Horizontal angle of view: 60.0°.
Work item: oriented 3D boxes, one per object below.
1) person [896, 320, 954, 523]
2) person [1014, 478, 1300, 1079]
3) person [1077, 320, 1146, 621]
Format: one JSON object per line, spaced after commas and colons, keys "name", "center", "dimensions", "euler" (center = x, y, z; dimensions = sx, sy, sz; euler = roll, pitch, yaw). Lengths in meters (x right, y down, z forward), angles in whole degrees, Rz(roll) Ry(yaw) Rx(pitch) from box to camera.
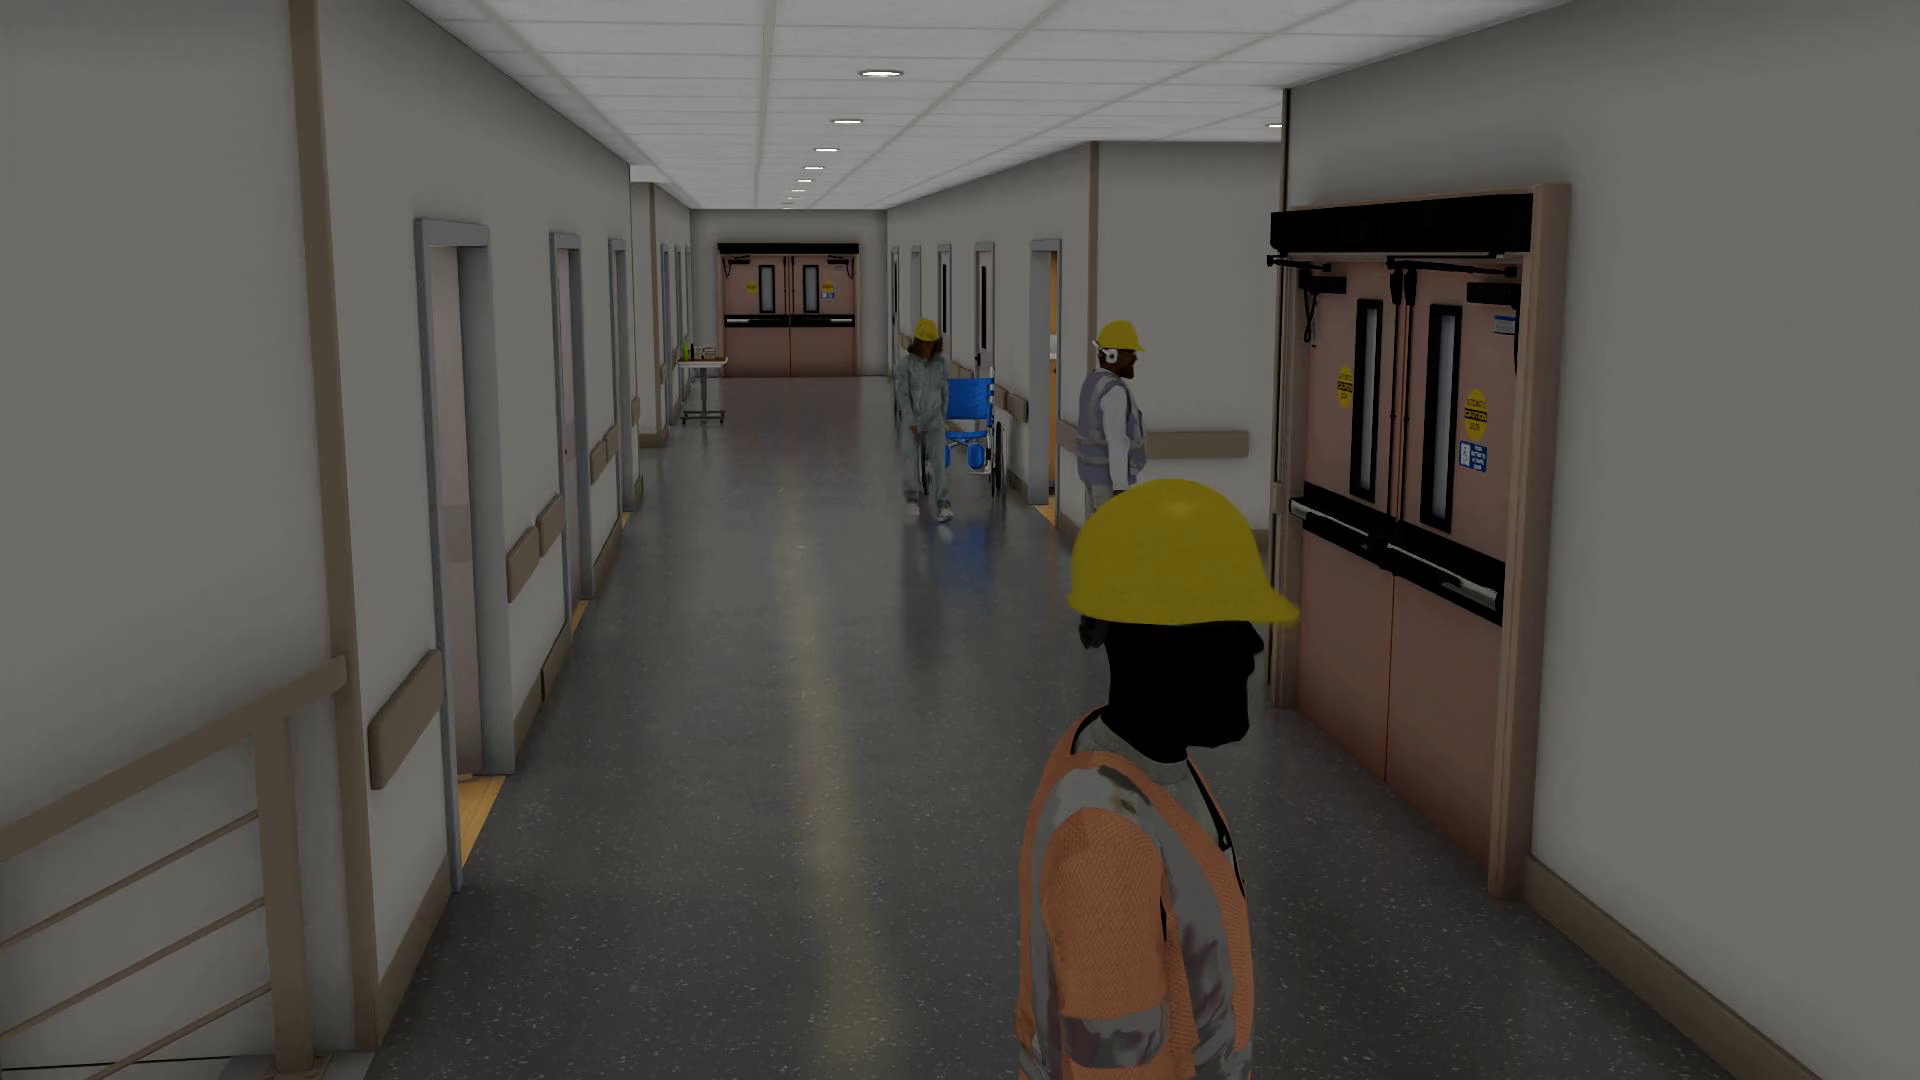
{"name": "person", "center": [-0.297, -0.979, 13.774], "dimensions": [0.475, 1.677, 0.972], "euler": [-3, 10, -16]}
{"name": "person", "center": [0.254, 0.874, 2.272], "dimensions": [0.360, 1.930, 0.587], "euler": [1, 10, 7]}
{"name": "person", "center": [0.902, -0.384, 9.884], "dimensions": [0.403, 1.828, 0.594], "euler": [-2, 10, -10]}
